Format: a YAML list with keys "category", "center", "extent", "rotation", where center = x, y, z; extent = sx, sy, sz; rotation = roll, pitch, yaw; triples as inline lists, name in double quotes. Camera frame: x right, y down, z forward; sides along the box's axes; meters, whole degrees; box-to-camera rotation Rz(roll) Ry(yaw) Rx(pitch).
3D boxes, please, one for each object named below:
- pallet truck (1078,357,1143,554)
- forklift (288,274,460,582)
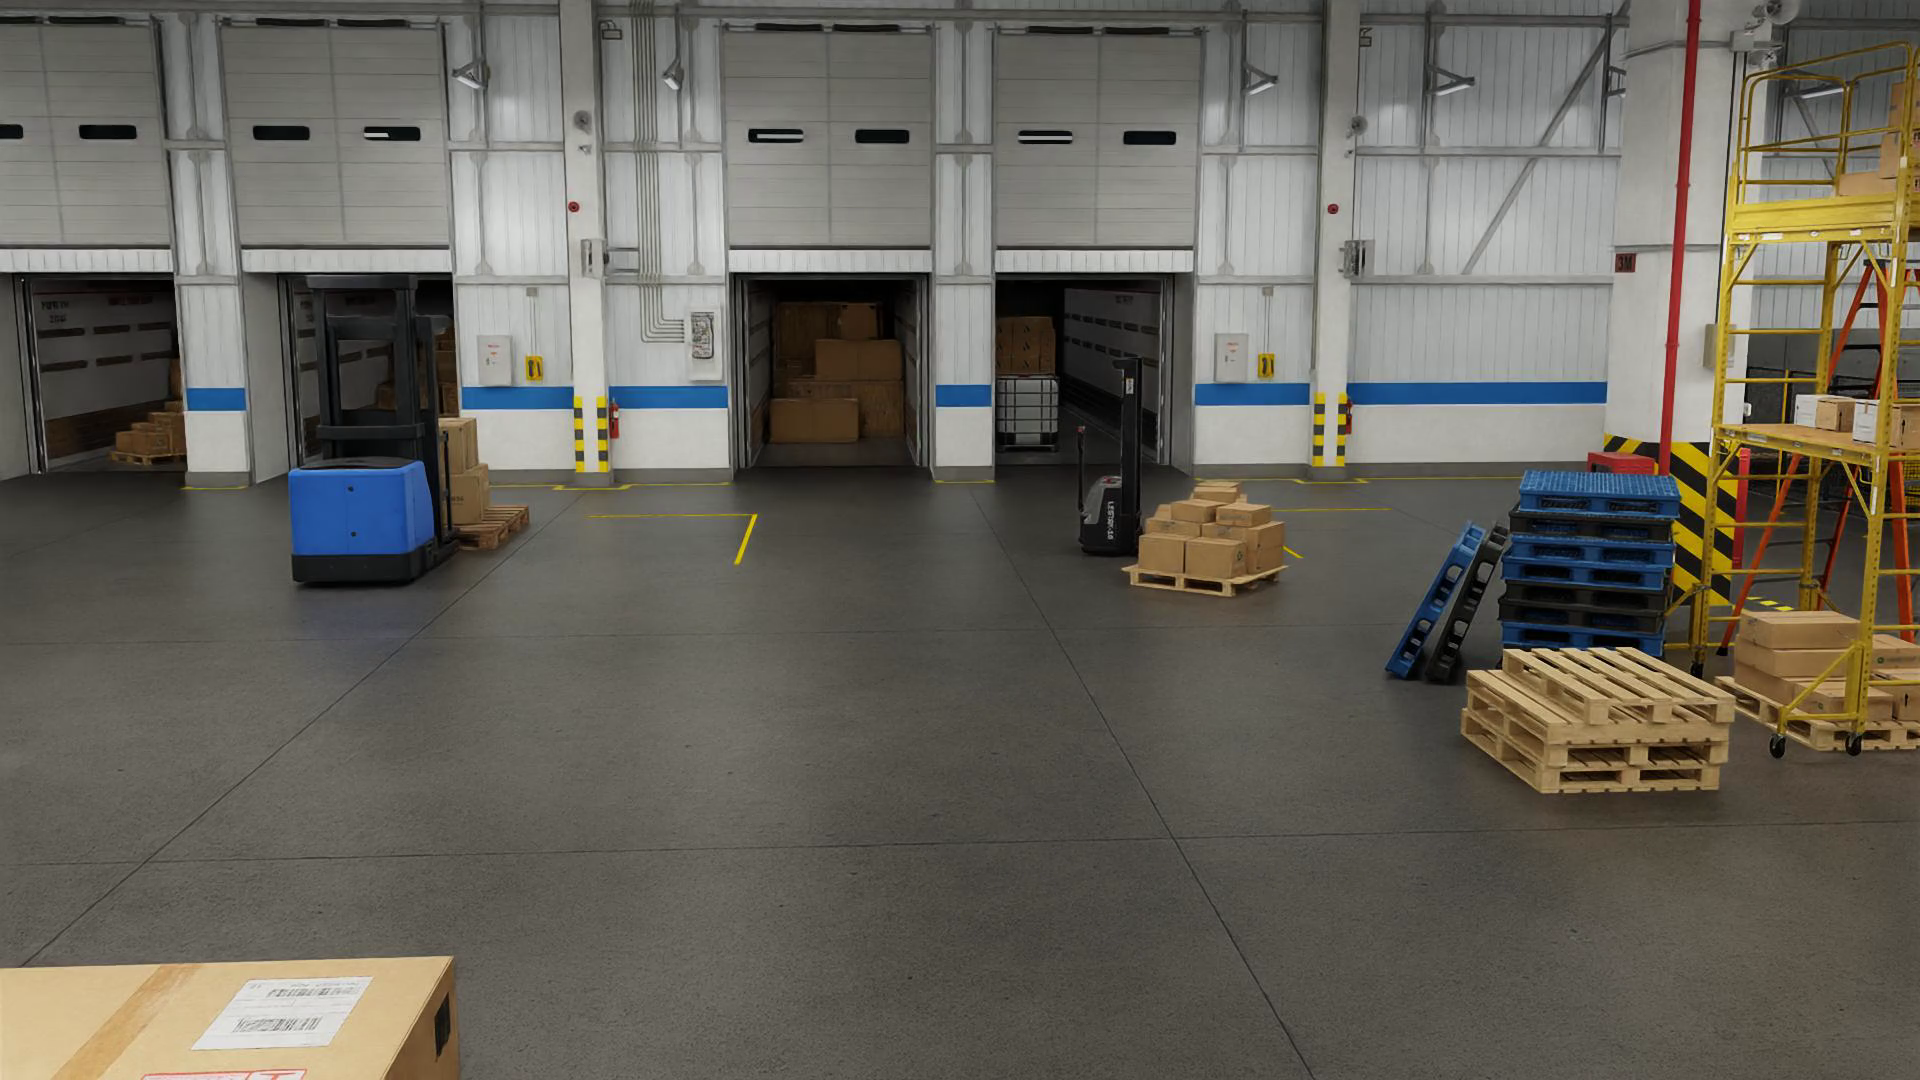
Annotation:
- category: "pallet truck"
  center: [2.088, -0.836, 16.757]
  extent: [1.885, 1.965, 0.823]
  rotation: [2, 9, 13]
- category: "forklift"
  center: [-5.554, -1.101, 15.662]
  extent: [1.129, 2.768, 1.873]
  rotation: [-1, 9, -4]
